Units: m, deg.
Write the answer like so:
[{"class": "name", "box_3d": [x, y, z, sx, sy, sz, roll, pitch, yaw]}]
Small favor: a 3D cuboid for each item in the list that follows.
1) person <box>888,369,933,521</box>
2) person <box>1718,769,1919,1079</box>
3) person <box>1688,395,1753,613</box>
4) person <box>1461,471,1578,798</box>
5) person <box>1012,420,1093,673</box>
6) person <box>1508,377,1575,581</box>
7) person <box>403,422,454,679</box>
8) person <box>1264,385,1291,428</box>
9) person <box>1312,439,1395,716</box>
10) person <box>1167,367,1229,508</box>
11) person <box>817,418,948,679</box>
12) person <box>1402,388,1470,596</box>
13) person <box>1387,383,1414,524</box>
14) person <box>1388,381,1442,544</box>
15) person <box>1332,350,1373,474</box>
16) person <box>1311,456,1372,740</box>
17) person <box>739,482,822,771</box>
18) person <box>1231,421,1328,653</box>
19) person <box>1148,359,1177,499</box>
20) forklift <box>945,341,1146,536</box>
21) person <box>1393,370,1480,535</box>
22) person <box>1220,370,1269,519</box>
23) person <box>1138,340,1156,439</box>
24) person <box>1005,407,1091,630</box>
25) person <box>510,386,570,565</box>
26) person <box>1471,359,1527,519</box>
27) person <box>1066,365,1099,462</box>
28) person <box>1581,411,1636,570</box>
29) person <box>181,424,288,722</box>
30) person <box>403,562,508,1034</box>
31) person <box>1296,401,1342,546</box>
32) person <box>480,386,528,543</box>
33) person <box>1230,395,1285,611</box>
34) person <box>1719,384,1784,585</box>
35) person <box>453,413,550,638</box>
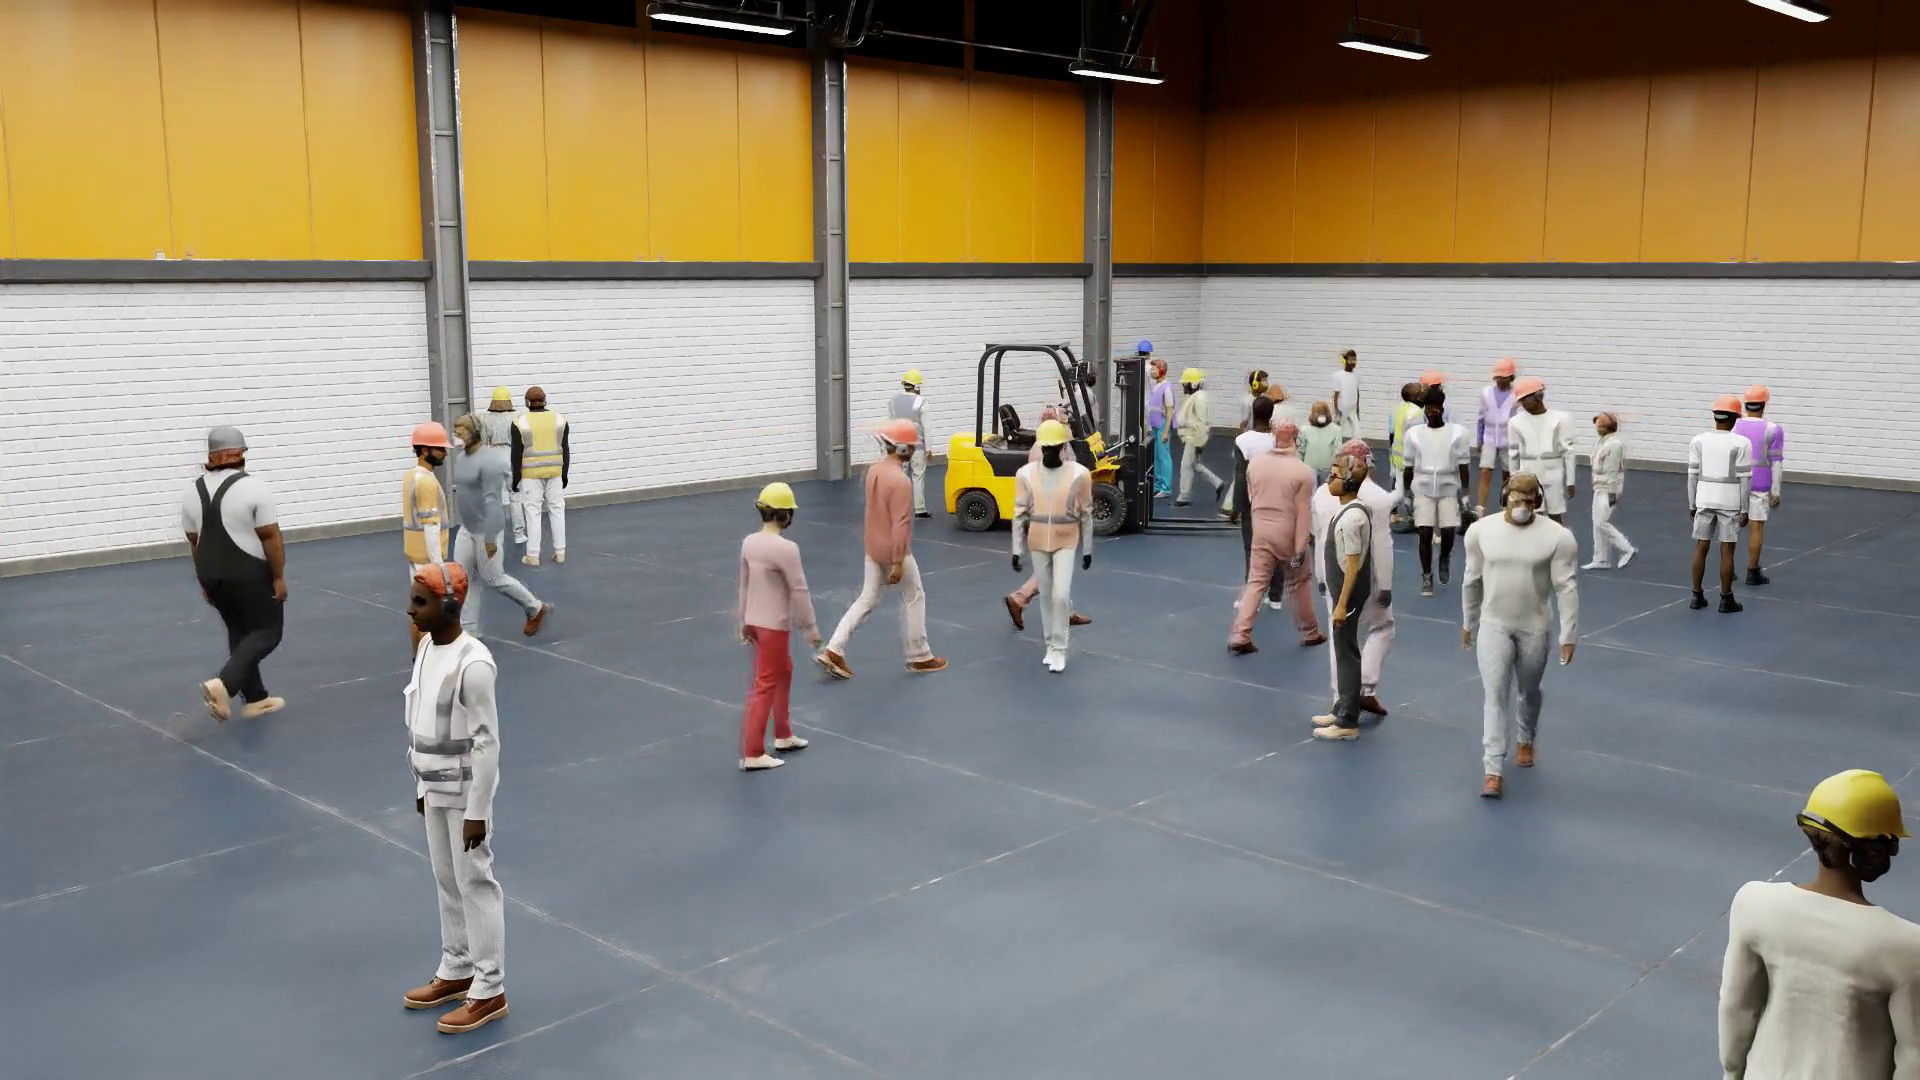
[{"class": "person", "box_3d": [-0.579, -1.153, 20.129, 0.600, 1.830, 0.403, 6, 11, 32]}, {"class": "person", "box_3d": [2.248, 1.458, 4.329, 0.323, 1.765, 0.532, -8, 12, -41]}, {"class": "person", "box_3d": [6.730, -0.320, 14.731, 0.369, 1.929, 0.542, -9, 13, -44]}, {"class": "person", "box_3d": [3.301, 0.509, 9.836, 0.657, 1.876, 1.071, 4, 10, 22]}, {"class": "person", "box_3d": [0.673, 0.046, 12.542, 0.600, 1.897, 0.741, 3, 10, 16]}, {"class": "person", "box_3d": [5.693, -0.603, 16.289, 0.667, 1.984, 0.773, 4, 10, 25]}, {"class": "person", "box_3d": [-3.842, 0.105, 12.101, 0.374, 1.934, 0.549, -5, 11, -28]}, {"class": "person", "box_3d": [3.854, -1.134, 20.740, 0.793, 1.594, 0.503, 8, 12, 41]}, {"class": "person", "box_3d": [2.680, 0.261, 11.347, 0.436, 1.877, 0.678, -8, 12, -41]}, {"class": "person", "box_3d": [3.032, -1.291, 21.063, 0.727, 1.806, 0.588, 0, 9, -1]}, {"class": "person", "box_3d": [-0.583, 0.069, 12.307, 0.997, 1.951, 0.595, -6, 11, -33]}, {"class": "person", "box_3d": [4.440, -0.454, 15.502, 0.633, 1.942, 0.490, 3, 10, 20]}, {"class": "person", "box_3d": [5.298, -1.009, 19.648, 0.316, 1.700, 0.541, -7, 12, -38]}, {"class": "person", "box_3d": [4.914, -0.850, 18.362, 0.860, 1.814, 0.641, 0, 9, -2]}, {"class": "person", "box_3d": [5.756, -1.857, 24.440, 0.568, 1.828, 0.870, -4, 10, -24]}, {"class": "person", "box_3d": [2.475, 0.371, 10.746, 0.345, 1.847, 0.507, 2, 9, 11]}, {"class": "person", "box_3d": [-1.074, 0.521, 10.159, 0.705, 1.743, 0.546, -7, 11, -35]}, {"class": "person", "box_3d": [2.534, -0.022, 13.185, 0.620, 1.849, 0.987, 8, 12, 41]}, {"class": "person", "box_3d": [2.675, -1.468, 22.019, 0.392, 1.846, 0.564, -2, 9, -12]}, {"class": "forklift", "box_3d": [0.977, -1.223, 19.452, 2.313, 2.155, 1.214, 2, 9, 11]}, {"class": "person", "box_3d": [5.463, -0.986, 18.933, 0.912, 1.900, 0.565, 1, 9, 3]}, {"class": "person", "box_3d": [3.571, -1.129, 20.025, 0.957, 1.823, 0.517, 5, 10, 28]}, {"class": "person", "box_3d": [2.872, -2.146, 25.917, 0.517, 1.925, 0.639, -8, 12, -40]}, {"class": "person", "box_3d": [0.756, -0.175, 13.955, 0.735, 1.887, 0.679, -1, 9, -8]}, {"class": "person", "box_3d": [-4.321, -0.660, 17.102, 0.622, 1.838, 0.429, -6, 11, -33]}, {"class": "person", "box_3d": [6.354, -1.143, 19.618, 0.626, 1.975, 1.080, 6, 11, 34]}, {"class": "person", "box_3d": [1.594, -1.327, 21.237, 0.596, 1.815, 0.650, -3, 10, -20]}, {"class": "person", "box_3d": [6.501, -0.486, 16.676, 0.405, 1.621, 0.533, 0, 9, 1]}, {"class": "person", "box_3d": [-4.833, 0.221, 11.067, 0.705, 2.000, 0.739, 3, 10, 20]}, {"class": "person", "box_3d": [-2.037, 1.017, 6.675, 0.355, 1.883, 0.575, -8, 12, -40]}, {"class": "person", "box_3d": [3.965, -0.737, 18.335, 0.507, 1.576, 0.859, -1, 9, -6]}, {"class": "person", "box_3d": [-5.052, -0.828, 18.412, 0.490, 1.743, 0.324, -1, 9, -7]}, {"class": "person", "box_3d": [2.689, -0.322, 14.773, 0.596, 1.916, 0.372, -4, 10, -21]}, {"class": "person", "box_3d": [7.585, -0.523, 15.978, 0.575, 1.928, 0.365, 6, 11, 33]}, {"class": "person", "box_3d": [-3.757, -0.079, 13.316, 0.840, 1.913, 0.638, -9, 13, -43]}]
